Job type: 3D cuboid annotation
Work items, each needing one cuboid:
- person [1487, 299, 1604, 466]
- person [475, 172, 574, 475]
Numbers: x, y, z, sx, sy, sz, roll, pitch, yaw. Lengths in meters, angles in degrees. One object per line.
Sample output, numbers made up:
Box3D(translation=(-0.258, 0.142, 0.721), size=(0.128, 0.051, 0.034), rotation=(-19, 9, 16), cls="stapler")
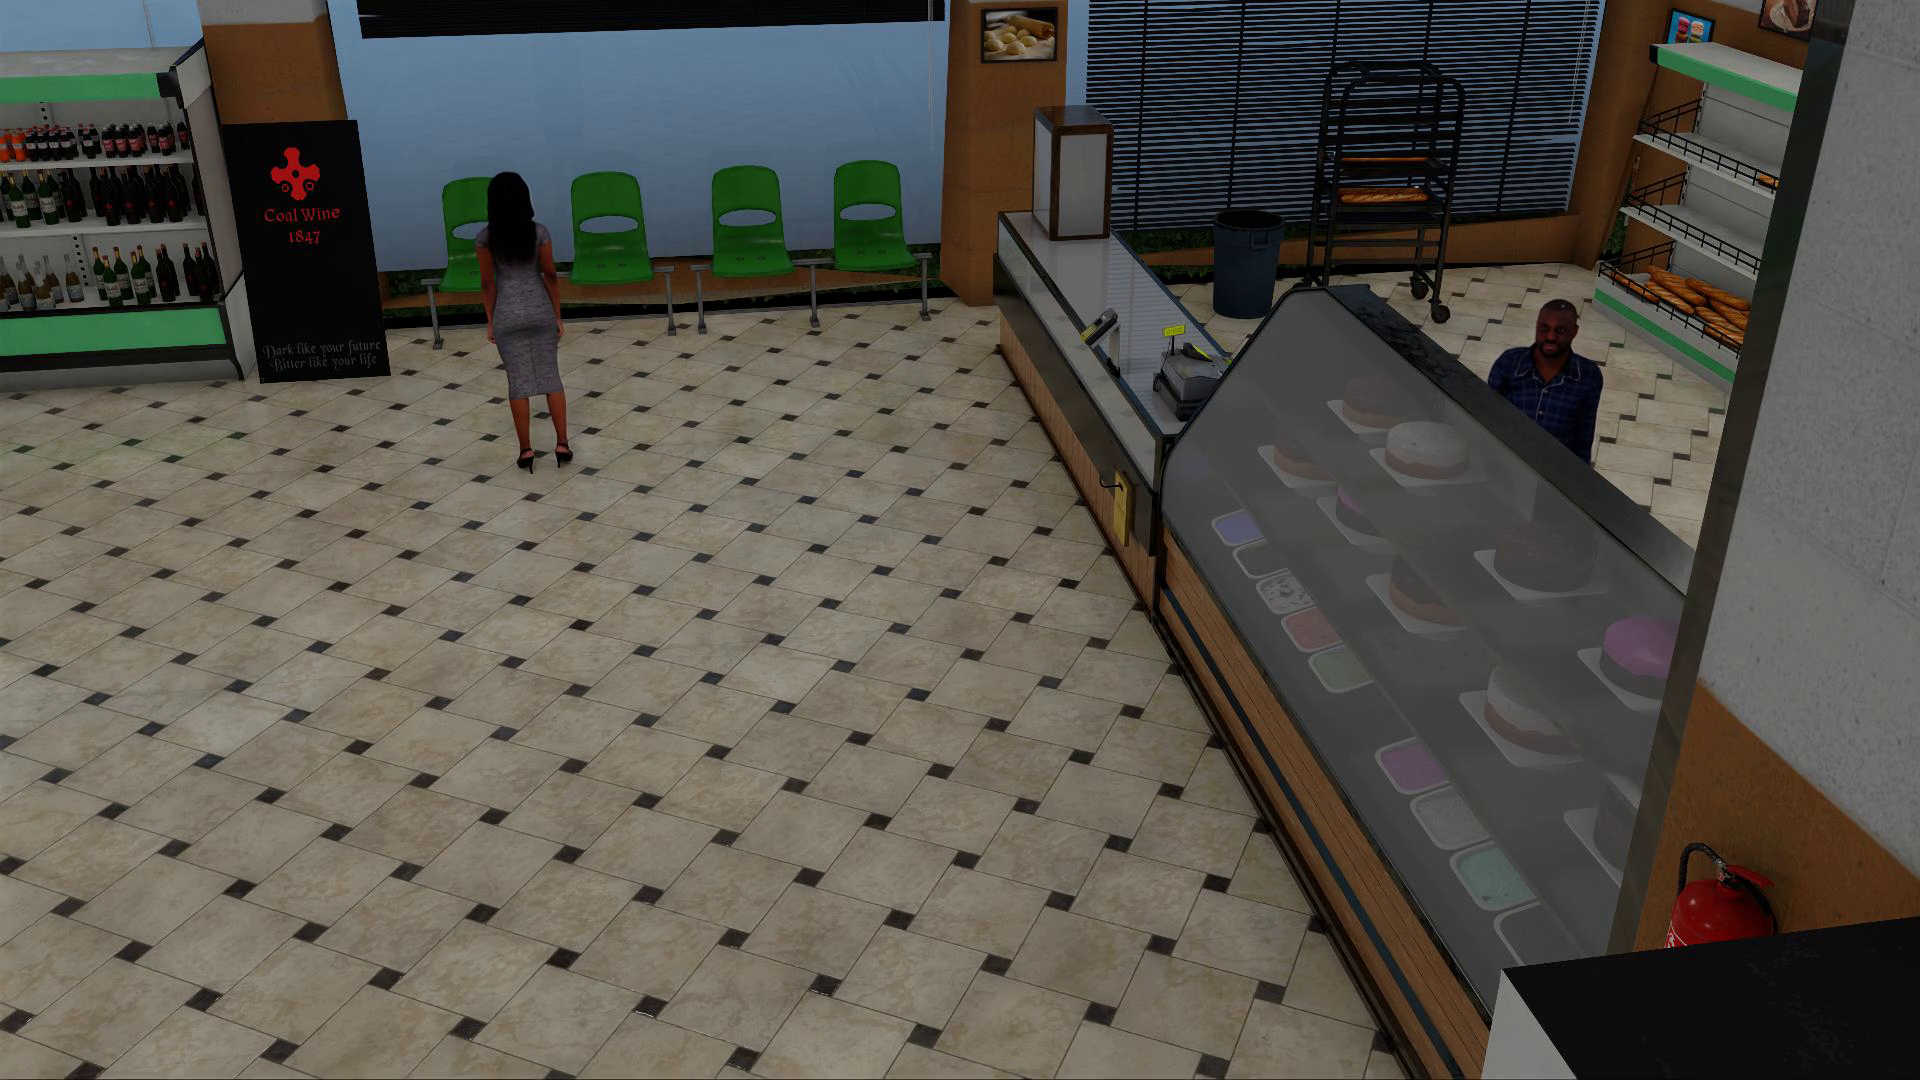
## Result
Box3D(translation=(2.583, -0.231, 7.584), size=(0.725, 1.824, 0.832), rotation=(10, 29, 19), cls="person")
Box3D(translation=(-2.522, -1.219, 9.655), size=(0.510, 1.712, 0.661), rotation=(-9, 28, -16), cls="person")
